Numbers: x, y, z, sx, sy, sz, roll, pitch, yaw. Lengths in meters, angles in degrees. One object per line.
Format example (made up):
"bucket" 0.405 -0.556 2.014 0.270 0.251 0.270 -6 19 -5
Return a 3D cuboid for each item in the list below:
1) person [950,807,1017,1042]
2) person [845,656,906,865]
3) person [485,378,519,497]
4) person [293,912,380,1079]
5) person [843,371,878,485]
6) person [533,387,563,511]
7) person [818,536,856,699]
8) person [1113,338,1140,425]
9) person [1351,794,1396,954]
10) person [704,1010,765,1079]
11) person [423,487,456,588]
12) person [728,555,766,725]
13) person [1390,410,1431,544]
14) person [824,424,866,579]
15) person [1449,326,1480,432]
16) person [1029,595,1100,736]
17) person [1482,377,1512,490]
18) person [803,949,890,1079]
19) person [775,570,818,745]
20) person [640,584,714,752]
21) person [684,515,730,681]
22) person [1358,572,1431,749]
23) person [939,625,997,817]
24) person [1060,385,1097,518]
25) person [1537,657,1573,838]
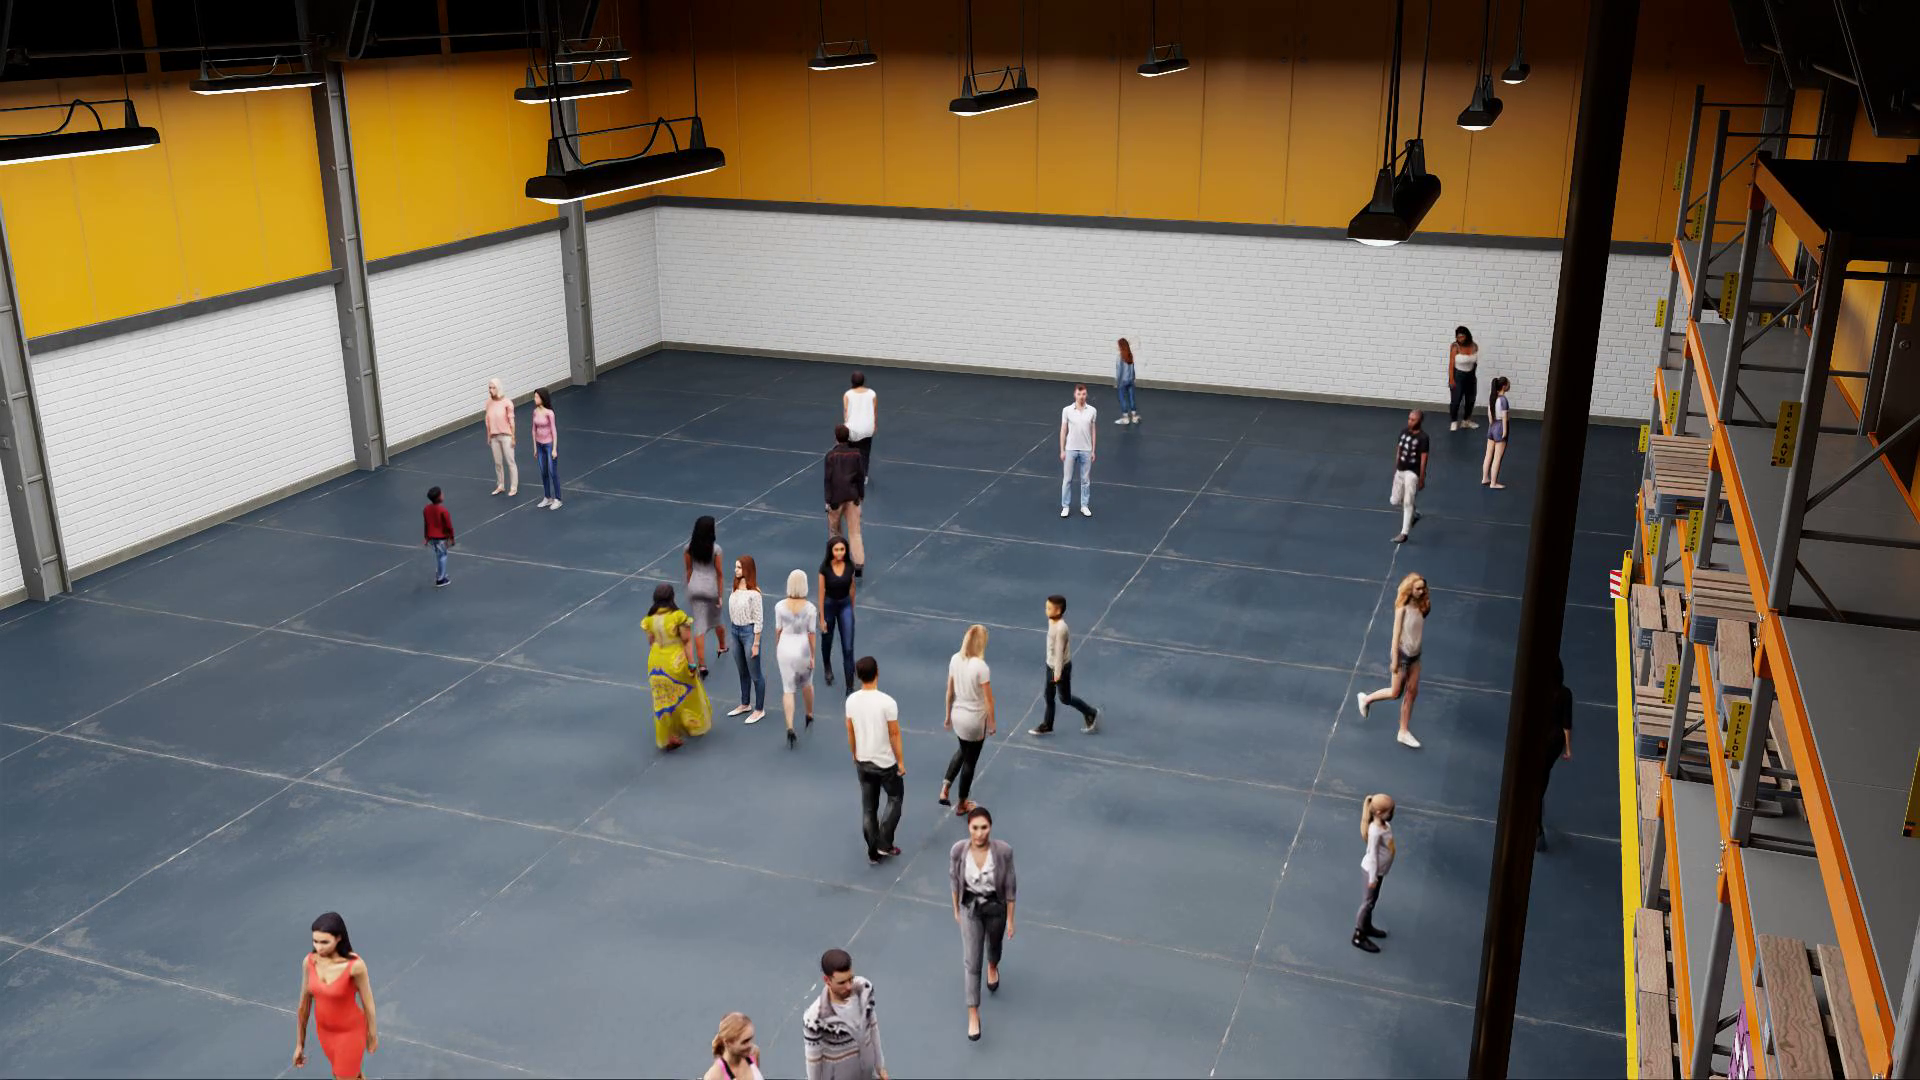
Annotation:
"person" 0.185 2.637 11.869 0.848 1.624 1.193 1 19 4
"person" -0.753 1.888 13.867 0.730 1.770 0.625 10 21 27
"person" -6.602 -1.492 23.974 0.621 1.724 0.544 5 19 13
"person" -3.844 3.069 10.478 0.634 1.693 0.844 5 19 15
"person" -1.474 -1.633 24.504 1.013 1.653 1.159 -4 19 -13
"person" -5.809 -1.304 23.388 0.615 1.742 0.568 12 22 31
"person" -1.318 0.764 17.330 1.026 1.690 1.223 -5 19 -14
"person" 2.817 -2.665 27.871 0.607 1.460 0.821 -14 23 -35
"person" 3.173 2.525 12.749 0.566 1.276 0.447 9 21 25
"person" -1.341 3.411 9.377 0.932 1.749 1.139 13 23 35
"person" -6.429 -0.026 20.371 0.517 1.246 0.544 7 20 20
"person" -2.131 0.970 16.656 0.646 1.728 0.640 17 25 41
"person" 6.010 -0.860 21.988 0.999 1.794 0.921 -11 21 -29
"person" -1.417 -0.449 20.616 1.181 1.890 1.302 -6 19 -17
"person" 8.267 -2.650 27.343 0.922 1.770 0.911 -8 20 -21
"person" 1.034 1.240 16.291 0.946 1.451 0.942 -7 20 -19
"person" 7.875 -1.587 24.374 0.735 1.650 0.636 -5 19 -13
"person" -0.701 3.202 9.862 0.977 1.835 0.984 14 23 36
"person" -1.612 1.151 16.133 0.806 1.720 1.031 -1 19 -2
"person" -2.809 1.258 15.959 0.847 1.628 1.074 6 20 18
"person" -2.725 0.637 17.615 0.776 1.749 1.078 2 19 5
"person" 4.252 1.129 16.168 0.994 1.740 0.962 -13 22 -33
"person" 0.032 1.633 14.568 0.726 1.805 0.815 13 22 33
"person" 1.638 -1.249 23.053 0.720 1.852 0.691 -1 19 -4
"person" 5.054 1.805 14.373 0.715 1.603 1.094 4 19 11
